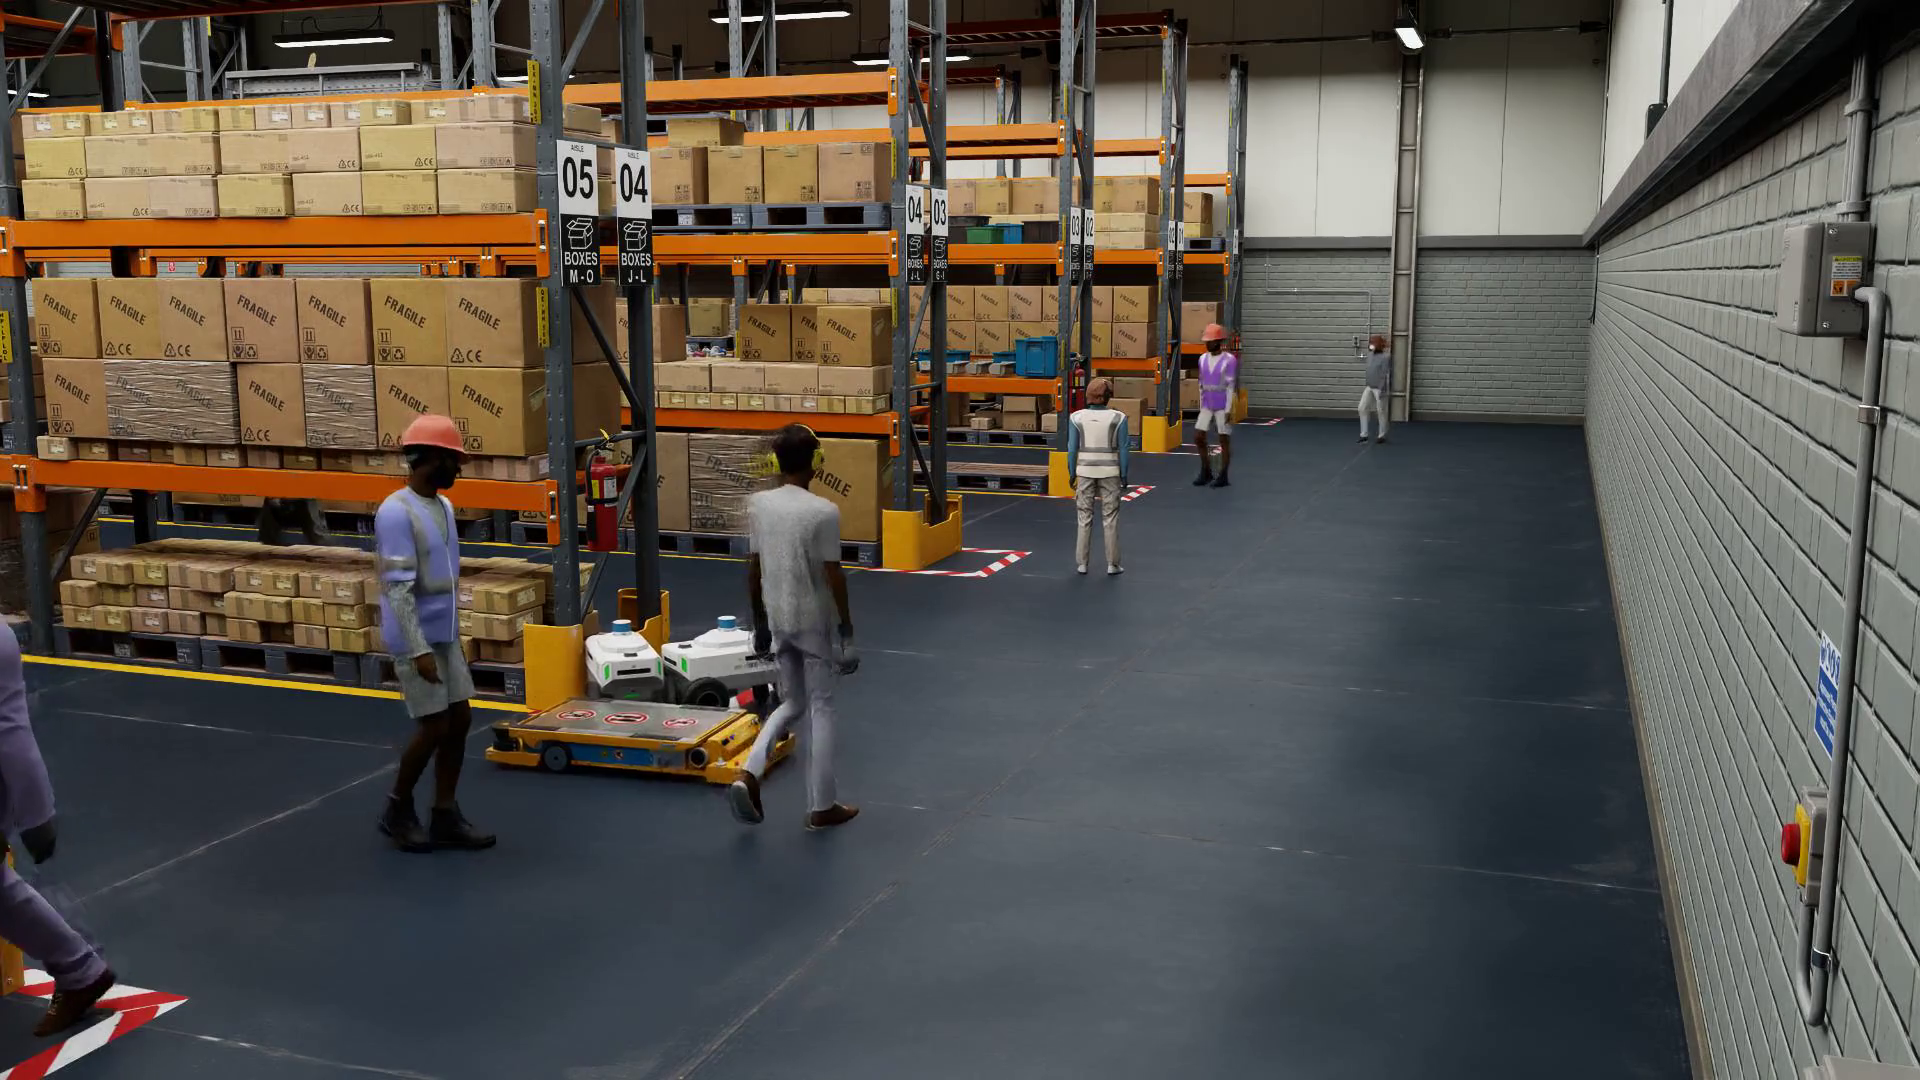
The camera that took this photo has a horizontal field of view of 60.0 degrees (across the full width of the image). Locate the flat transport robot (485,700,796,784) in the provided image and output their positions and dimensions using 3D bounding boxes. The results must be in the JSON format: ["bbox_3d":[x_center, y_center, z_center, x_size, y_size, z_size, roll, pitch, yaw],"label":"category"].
[{"bbox_3d":[-1.629,1.010,8.522,1.431,0.197,0.652,3,9,16],"label":"flat transport robot"}]

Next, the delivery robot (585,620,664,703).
[{"bbox_3d":[-1.891,0.691,9.340,0.477,0.478,0.707,-3,10,-21],"label":"delivery robot"}]

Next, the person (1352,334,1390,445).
[{"bbox_3d":[6.004,-2.184,24.234,0.610,1.611,0.513,-5,10,-27],"label":"person"}]

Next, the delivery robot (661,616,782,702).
[{"bbox_3d":[-1.316,0.674,9.443,0.707,0.478,0.477,-6,11,-32],"label":"delivery robot"}]

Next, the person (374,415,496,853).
[{"bbox_3d":[-2.262,0.415,7.173,0.443,1.893,0.592,2,9,11],"label":"person"}]

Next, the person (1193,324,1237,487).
[{"bbox_3d":[2.973,-1.556,19.425,0.558,1.915,0.557,8,12,42],"label":"person"}]

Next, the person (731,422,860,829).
[{"bbox_3d":[-0.732,0.407,7.411,0.565,1.846,0.547,6,11,33],"label":"person"}]

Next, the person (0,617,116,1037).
[{"bbox_3d":[-3.078,0.778,5.088,0.652,1.847,1.039,5,10,27],"label":"person"}]

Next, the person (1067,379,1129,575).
[{"bbox_3d":[1.146,-0.519,13.818,0.515,1.636,0.315,2,9,15],"label":"person"}]

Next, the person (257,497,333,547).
[{"bbox_3d":[-4.949,-0.394,12.284,0.980,1.886,0.586,4,10,22],"label":"person"}]
